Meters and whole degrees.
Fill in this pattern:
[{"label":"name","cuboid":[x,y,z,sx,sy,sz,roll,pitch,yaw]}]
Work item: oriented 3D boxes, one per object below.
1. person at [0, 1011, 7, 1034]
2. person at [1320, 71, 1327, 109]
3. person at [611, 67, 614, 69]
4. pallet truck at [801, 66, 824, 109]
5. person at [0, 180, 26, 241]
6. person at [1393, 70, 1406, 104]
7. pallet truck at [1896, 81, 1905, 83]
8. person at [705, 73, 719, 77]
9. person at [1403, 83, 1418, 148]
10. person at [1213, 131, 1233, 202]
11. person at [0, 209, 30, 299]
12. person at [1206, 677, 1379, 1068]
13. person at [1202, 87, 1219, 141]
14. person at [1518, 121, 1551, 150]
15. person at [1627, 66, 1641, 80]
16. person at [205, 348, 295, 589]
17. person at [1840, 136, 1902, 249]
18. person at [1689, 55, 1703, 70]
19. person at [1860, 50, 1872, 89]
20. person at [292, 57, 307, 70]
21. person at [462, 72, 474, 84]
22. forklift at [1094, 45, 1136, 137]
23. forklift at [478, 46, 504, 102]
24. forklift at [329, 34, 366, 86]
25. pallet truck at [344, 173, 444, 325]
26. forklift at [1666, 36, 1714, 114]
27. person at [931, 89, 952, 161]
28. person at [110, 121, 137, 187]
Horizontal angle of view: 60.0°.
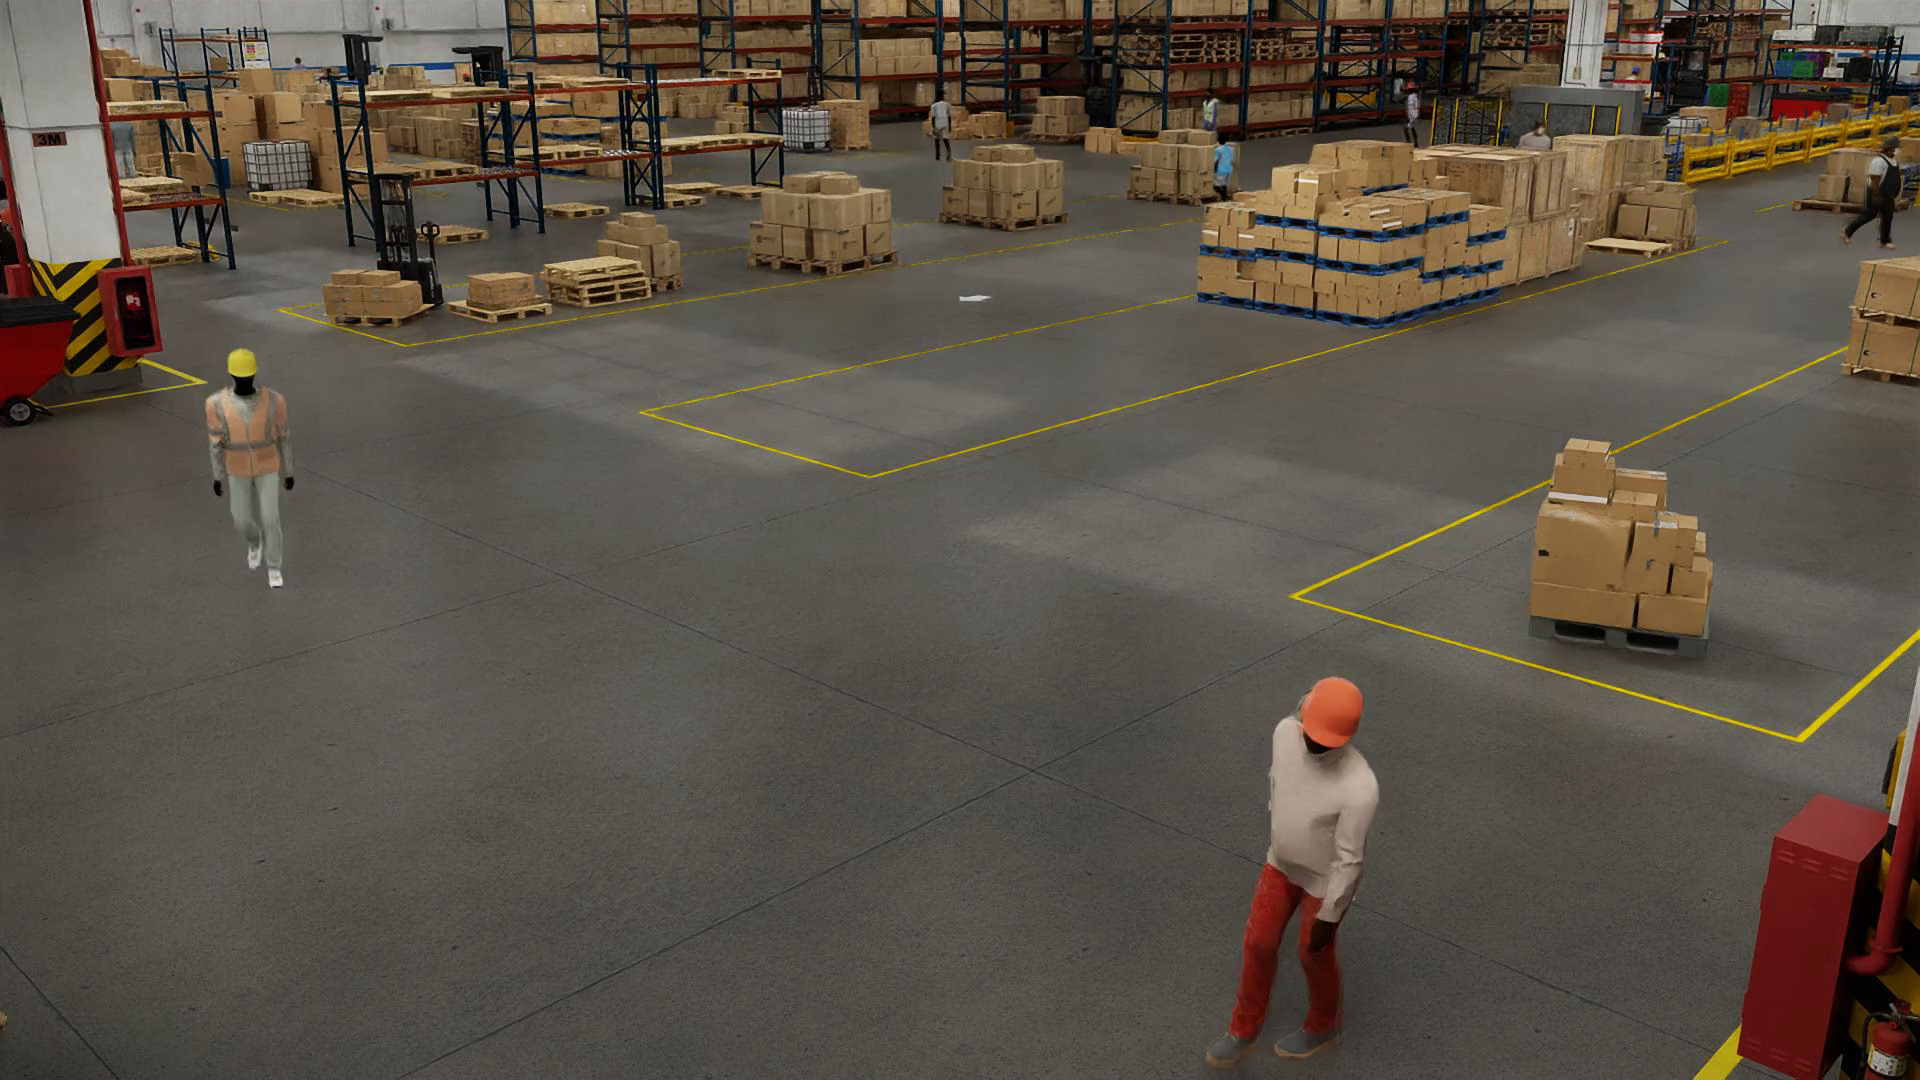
[{"label":"person","cuboid":[-4.481,1.514,6.900,0.620,1.816,0.890,0,18,1]},{"label":"person","cuboid":[13.077,-16.302,60.810,0.633,1.664,0.539,-5,19,-14]},{"label":"person","cuboid":[-15.525,-20.765,74.286,0.308,1.636,0.524,17,25,41]},{"label":"pallet truck","cuboid":[-4.812,-15.182,56.903,0.823,1.965,1.885,-9,21,-26]},{"label":"person","cuboid":[-13.940,-4.339,24.439,0.312,1.865,0.537,17,25,41]},{"label":"person","cuboid":[16.247,-16.469,61.315,0.915,1.639,0.538,6,19,18]},{"label":"pallet truck","cuboid":[34.802,-16.331,61.455,0.653,1.274,1.630,17,25,41]},{"label":"person","cuboid":[-9.888,-18.081,65.861,0.656,1.859,0.991,5,19,15]},{"label":"person","cuboid":[13.184,-12.383,48.616,0.606,1.897,0.633,8,20,23]},{"label":"person","cuboid":[5.570,-7.703,34.857,0.538,1.687,0.471,-16,24,-40]},{"label":"person","cuboid":[-11.777,-3.091,20.569,0.686,1.949,0.584,0,18,1]},{"label":"person","cuboid":[1.429,1.416,6.991,0.725,1.931,0.688,-12,22,-32]},{"label":"person","cuboid":[7.056,-11.763,46.766,0.866,1.893,0.591,-13,22,-33]},{"label":"person","cuboid":[12.032,-7.853,34.994,0.655,1.883,0.944,0,18,-1]},{"label":"person","cuboid":[23.443,-15.496,57.939,0.439,1.936,0.640,-4,19,-13]},{"label":"person","cuboid":[-5.537,-0.579,13.037,0.613,1.910,0.519,-6,19,-18]},{"label":"person","cuboid":[16.613,-6.321,30.139,0.676,2.000,0.876,-12,22,-31]},{"label":"person","cuboid":[31.935,-20.191,72.335,0.716,1.782,0.450,9,20,24]},{"label":"person","cuboid":[42.280,-22.070,77.845,0.667,1.878,0.435,-3,19,-9]},{"label":"person","cuboid":[-26.082,-18.104,65.799,0.355,1.936,0.637,17,25,41]},{"label":"person","cuboid":[-15.659,-13.900,53.046,0.395,1.990,0.625,17,25,41]},{"label":"forklift","cuboid":[4.623,-14.052,52.117,1.129,2.768,1.873,17,25,41]},{"label":"forklift","cuboid":[-14.397,-13.832,51.456,1.129,2.768,1.873,17,25,41]},{"label":"forklift","cuboid":[-23.563,-18.265,64.811,1.129,2.768,1.873,17,25,41]},{"label":"pallet truck","cuboid":[-8.209,-4.181,23.757,0.823,1.965,1.885,3,19,9]},{"label":"forklift","cuboid":[27.341,-17.291,61.877,1.129,2.768,1.873,17,25,41]},{"label":"person","cuboid":[-0.473,-11.234,45.117,0.610,1.938,0.805,-7,20,-20]},{"label":"person","cuboid":[-19.213,-8.921,38.131,0.355,1.938,0.637,17,25,41]}]
